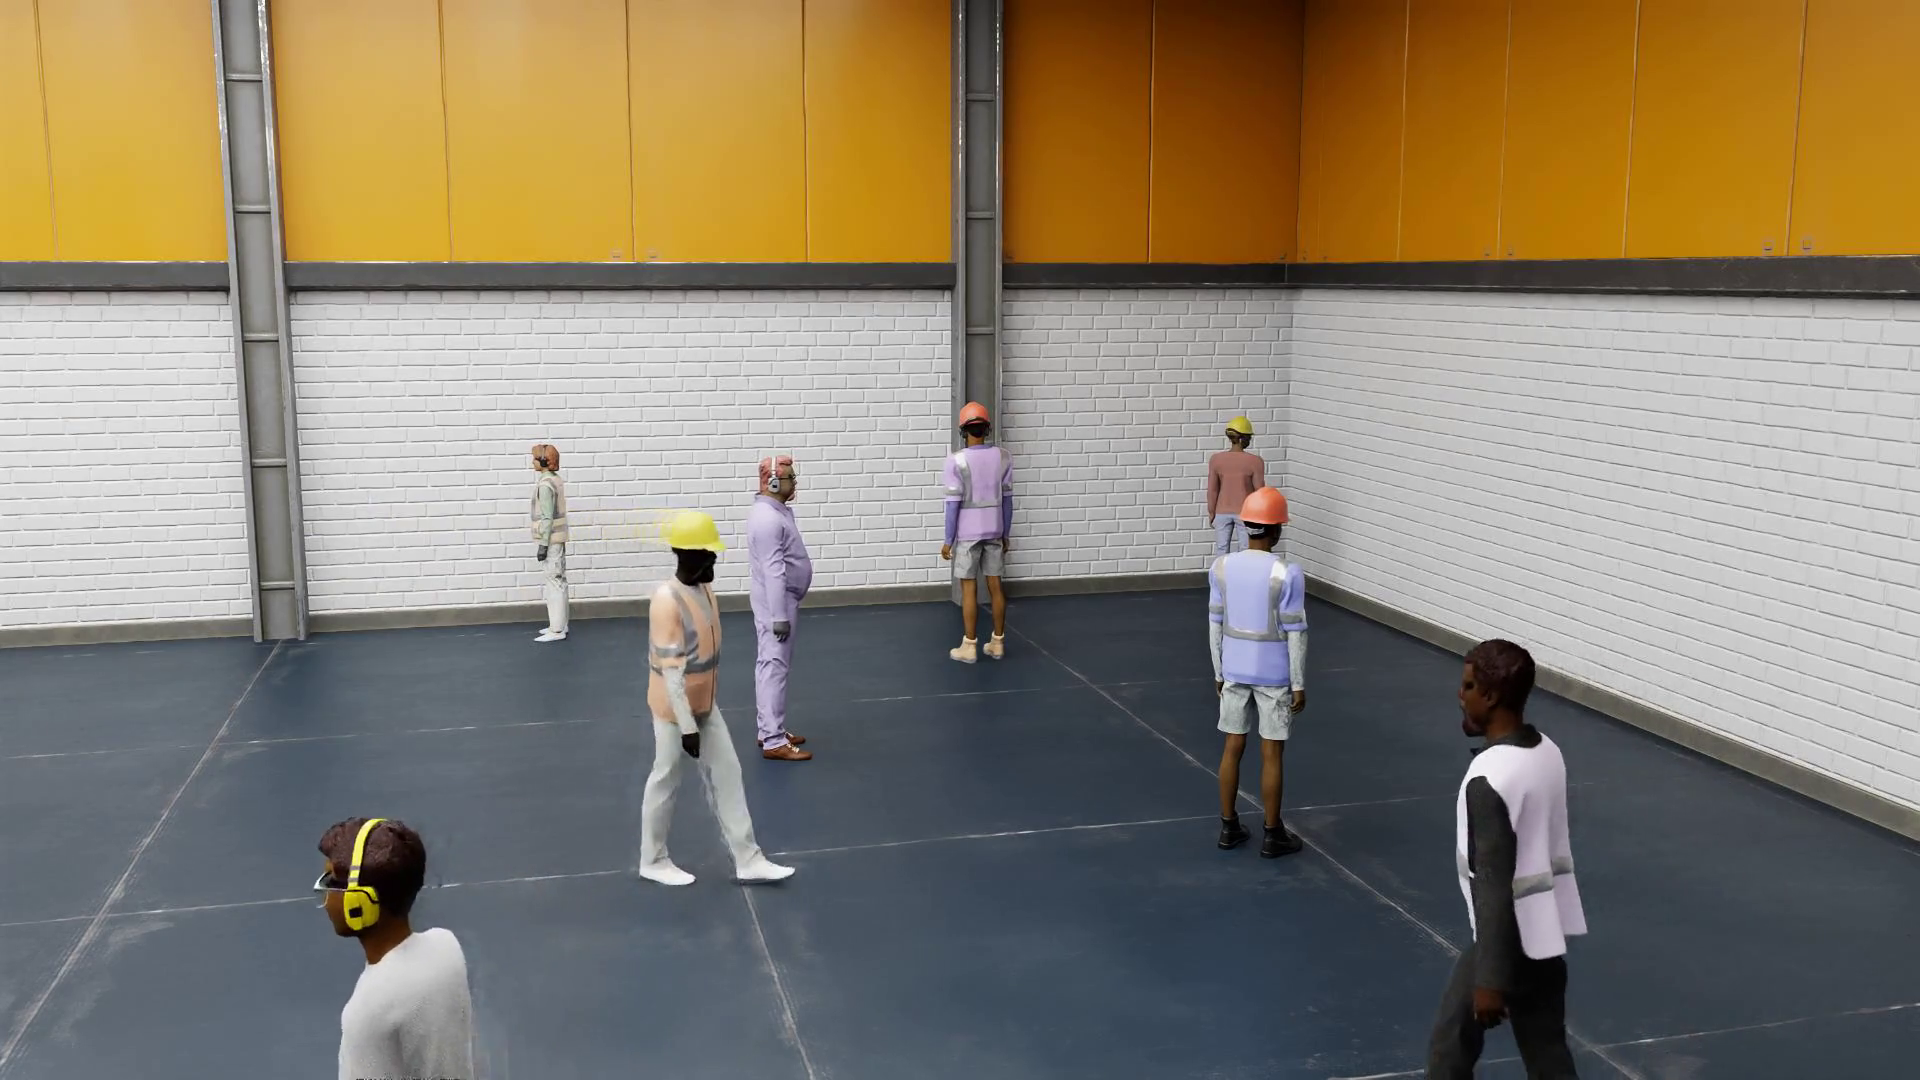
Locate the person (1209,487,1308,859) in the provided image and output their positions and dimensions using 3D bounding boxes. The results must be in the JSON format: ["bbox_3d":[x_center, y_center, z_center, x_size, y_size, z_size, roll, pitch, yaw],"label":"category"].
[{"bbox_3d":[1.561,0.688,8.672,0.545,1.938,0.359,7,11,36],"label":"person"}]

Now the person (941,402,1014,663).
[{"bbox_3d":[0.125,-0.055,13.005,0.605,2.036,0.393,-5,10,-29],"label":"person"}]

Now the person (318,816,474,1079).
[{"bbox_3d":[-1.347,1.521,3.828,0.964,1.820,0.568,1,9,8],"label":"person"}]

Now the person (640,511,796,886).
[{"bbox_3d":[-1.216,0.801,8.096,0.907,1.884,0.607,2,9,15],"label":"person"}]

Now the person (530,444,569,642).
[{"bbox_3d":[-3.390,0.021,13.757,0.309,1.641,0.512,-1,9,-4],"label":"person"}]

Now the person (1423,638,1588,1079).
[{"bbox_3d":[1.658,1.250,5.291,0.880,1.888,0.638,7,12,38],"label":"person"}]

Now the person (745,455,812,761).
[{"bbox_3d":[-1.132,0.418,10.450,0.410,1.909,0.642,-2,9,-10],"label":"person"}]

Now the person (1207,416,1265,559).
[{"bbox_3d":[2.477,-0.223,14.895,0.531,1.765,0.324,5,10,27],"label":"person"}]
